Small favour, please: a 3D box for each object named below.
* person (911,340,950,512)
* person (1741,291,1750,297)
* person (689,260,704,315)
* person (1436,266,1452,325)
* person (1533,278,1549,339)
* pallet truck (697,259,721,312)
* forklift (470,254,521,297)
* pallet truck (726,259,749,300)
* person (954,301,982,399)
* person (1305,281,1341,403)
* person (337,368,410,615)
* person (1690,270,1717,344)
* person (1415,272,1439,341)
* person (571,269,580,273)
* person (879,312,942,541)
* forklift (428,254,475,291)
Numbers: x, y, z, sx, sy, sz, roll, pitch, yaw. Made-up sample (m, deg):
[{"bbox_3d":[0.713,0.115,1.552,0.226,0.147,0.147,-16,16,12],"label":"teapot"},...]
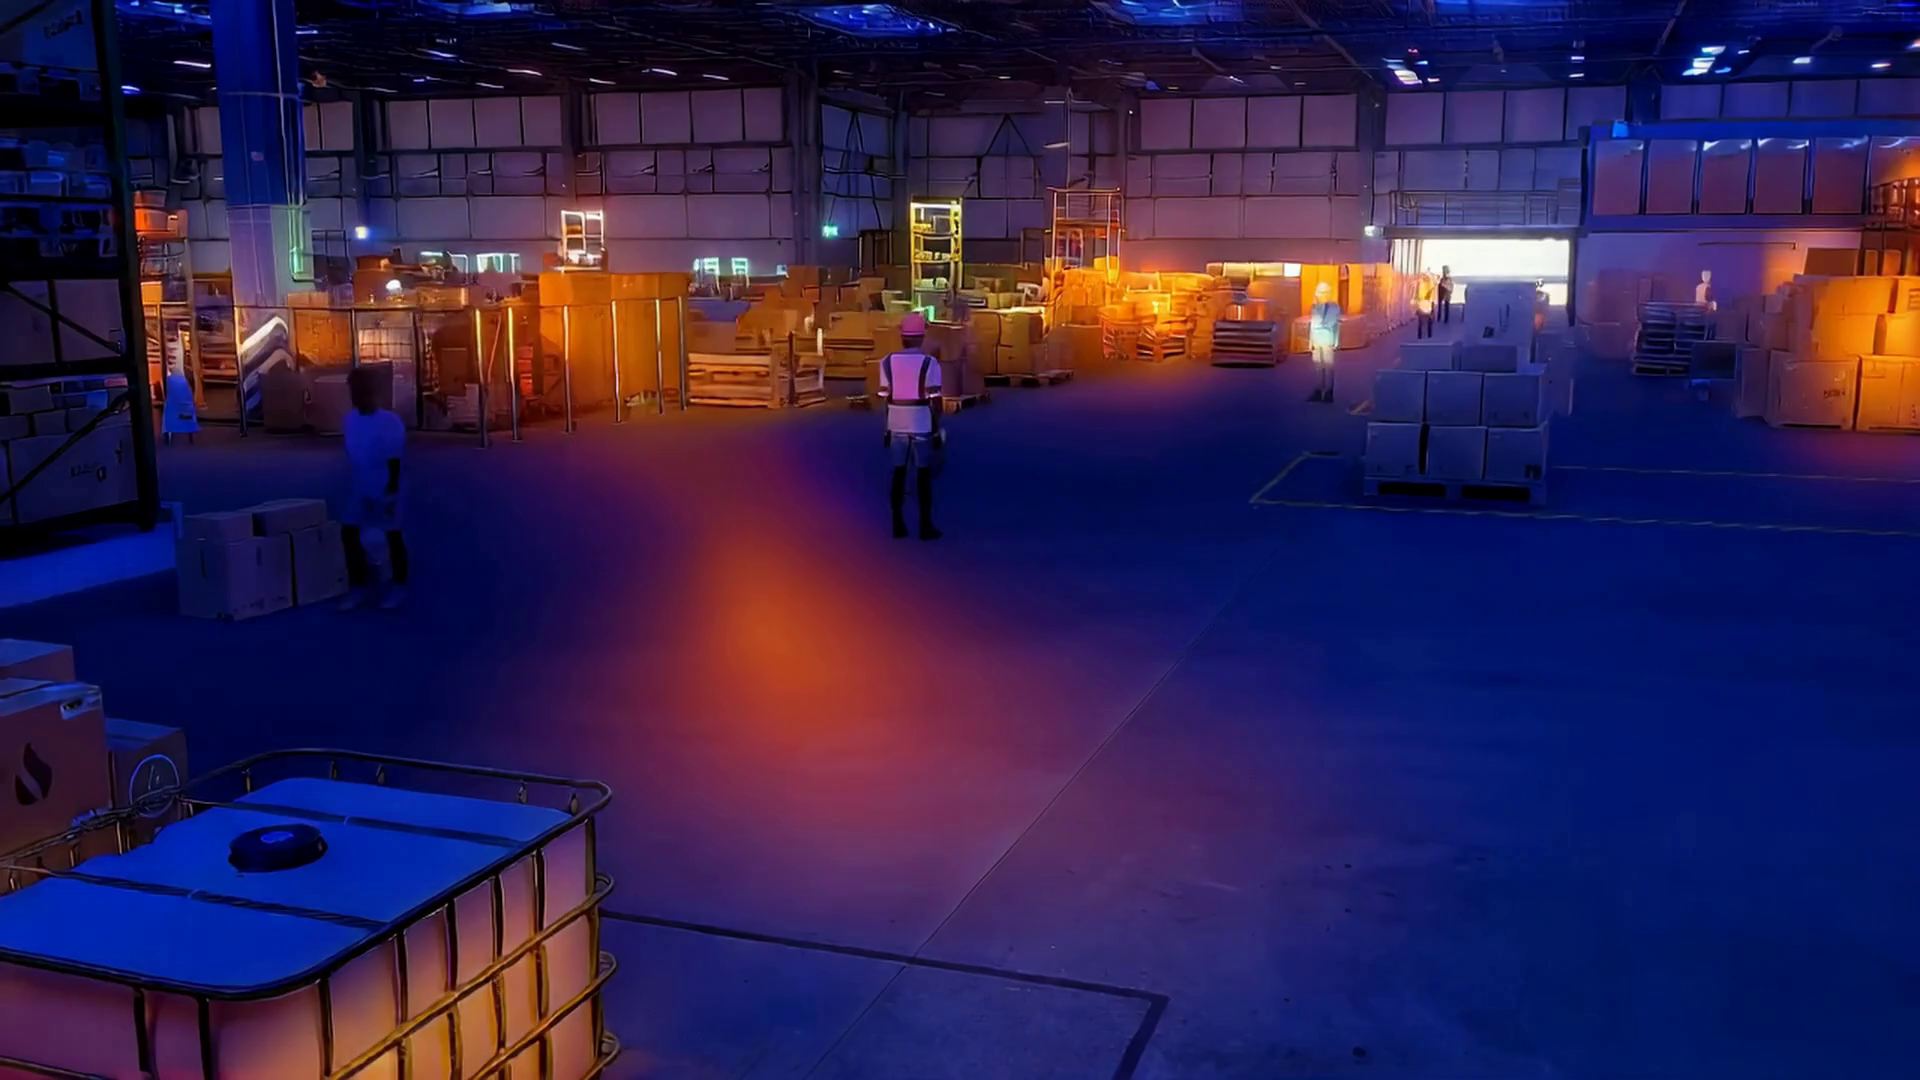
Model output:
[{"bbox_3d":[-0.320,-1.048,15.516,0.517,1.626,0.395,9,14,42],"label":"person"},{"bbox_3d":[24.691,-7.692,52.168,0.523,1.892,0.644,1,10,5],"label":"person"},{"bbox_3d":[-9.116,-8.614,57.111,0.799,2.002,0.370,6,12,31],"label":"person"},{"bbox_3d":[15.205,-7.678,52.253,0.506,1.837,0.350,9,13,40],"label":"person"},{"bbox_3d":[13.682,-5.330,39.361,0.535,1.720,0.893,8,13,37],"label":"person"},{"bbox_3d":[-9.165,-9.627,62.776,0.823,1.965,1.885,4,11,23],"label":"pallet truck"},{"bbox_3d":[-17.990,-10.121,64.684,1.157,1.987,2.680,3,11,17],"label":"forklift"},{"bbox_3d":[-7.986,-9.493,62.019,0.823,1.965,1.885,3,11,17],"label":"pallet truck"},{"bbox_3d":[0.121,-3.049,26.857,0.816,1.593,0.514,4,11,20],"label":"person"},{"bbox_3d":[5.783,-3.149,26.480,0.376,1.933,0.544,-7,12,-34],"label":"person"},{"bbox_3d":[-3.982,-0.318,11.228,0.538,1.676,0.569,4,11,19],"label":"person"},{"bbox_3d":[17.299,-5.331,38.765,0.959,1.934,0.600,-4,11,-23],"label":"person"},{"bbox_3d":[10.649,-5.161,37.958,0.618,1.877,0.633,-8,13,-37],"label":"person"},{"bbox_3d":[-12.812,-8.282,55.510,0.459,1.894,0.659,2,10,9],"label":"person"},{"bbox_3d":[-0.407,-0.956,14.109,0.544,1.939,0.355,3,11,17],"label":"person"},{"bbox_3d":[-20.133,-10.254,65.465,1.157,1.987,2.680,3,11,19],"label":"forklift"}]
